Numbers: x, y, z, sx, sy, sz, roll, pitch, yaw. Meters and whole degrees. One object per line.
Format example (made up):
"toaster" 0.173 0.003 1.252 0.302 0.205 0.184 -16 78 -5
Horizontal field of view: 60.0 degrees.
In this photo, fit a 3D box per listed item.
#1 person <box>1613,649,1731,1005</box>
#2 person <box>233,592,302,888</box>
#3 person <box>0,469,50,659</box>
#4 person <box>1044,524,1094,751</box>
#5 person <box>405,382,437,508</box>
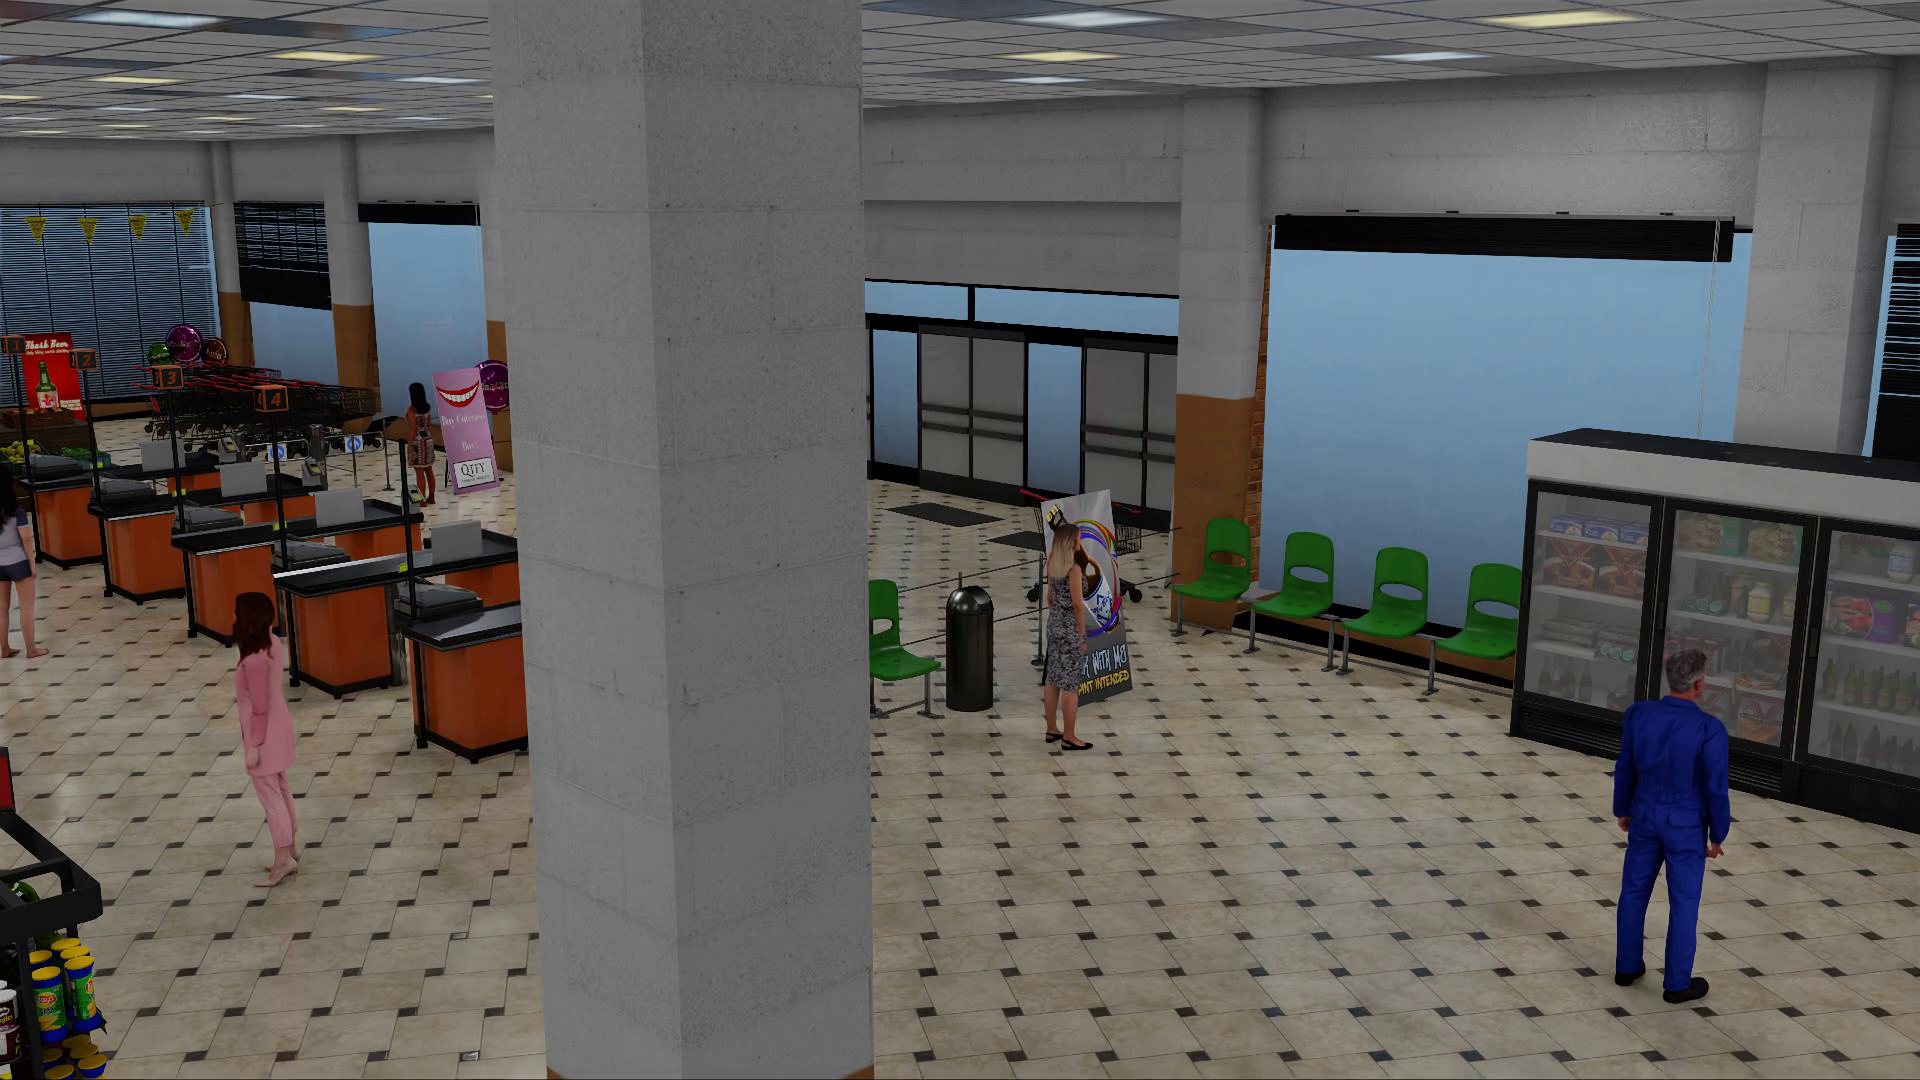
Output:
"person" 3.658 1.458 8.596 0.550 1.826 0.738 -10 16 -41
"person" -4.144 1.181 9.967 0.722 1.803 0.690 -1 12 -7
"person" -8.469 0.207 14.826 0.677 1.706 0.717 1 12 6
"person" 0.778 0.714 12.426 0.579 1.705 0.617 -7 14 -28
"person" -7.132 -1.271 21.995 0.783 1.645 0.638 4 12 18
